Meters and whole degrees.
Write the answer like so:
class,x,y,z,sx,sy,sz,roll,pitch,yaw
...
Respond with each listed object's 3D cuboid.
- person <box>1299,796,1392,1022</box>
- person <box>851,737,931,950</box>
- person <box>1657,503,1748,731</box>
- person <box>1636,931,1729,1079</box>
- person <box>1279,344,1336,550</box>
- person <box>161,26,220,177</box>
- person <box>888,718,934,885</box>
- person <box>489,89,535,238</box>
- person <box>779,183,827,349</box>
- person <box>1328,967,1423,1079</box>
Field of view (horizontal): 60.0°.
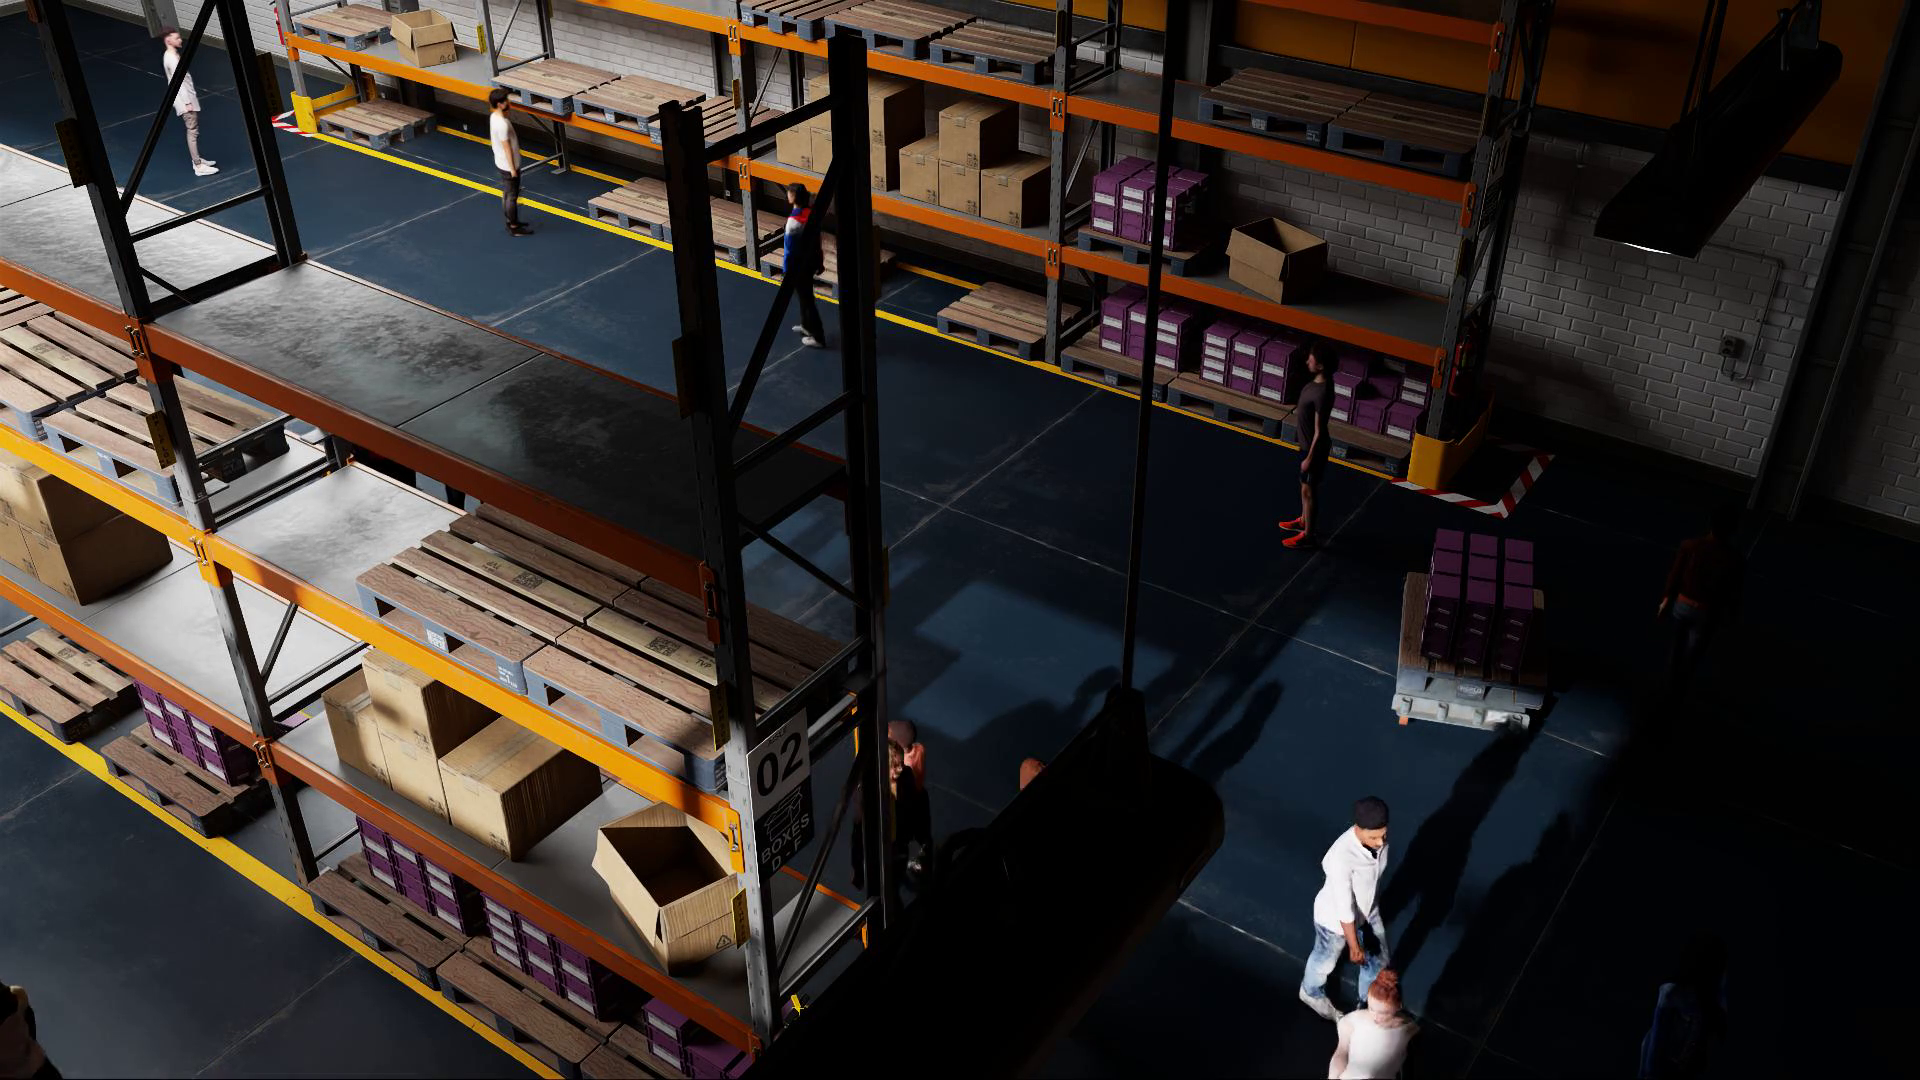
class,x,y,z,sx,sy,sz,roll,pitch,yaw
person,2.145,2.079,9.497,0.789,1.777,0.925,-26,41,-33
person,-0.508,1.853,9.790,0.635,1.830,0.657,25,41,32
person,5.219,0.573,11.803,1.048,1.733,0.737,22,40,30
person,3.697,2.681,8.649,0.672,1.712,0.662,-17,37,-24
person,2.918,-0.784,13.731,0.716,1.857,0.731,4,34,6
person,-9.723,-5.529,20.888,0.805,1.838,0.672,-14,36,-21
person,-0.277,1.687,10.522,0.694,1.295,0.564,28,42,35
person,-5.254,-4.391,19.282,0.765,1.721,0.647,-14,36,-19
person,-1.492,-2.746,16.790,0.726,1.739,0.671,19,38,26
person,2.060,2.759,8.475,1.042,1.777,0.897,6,34,9
